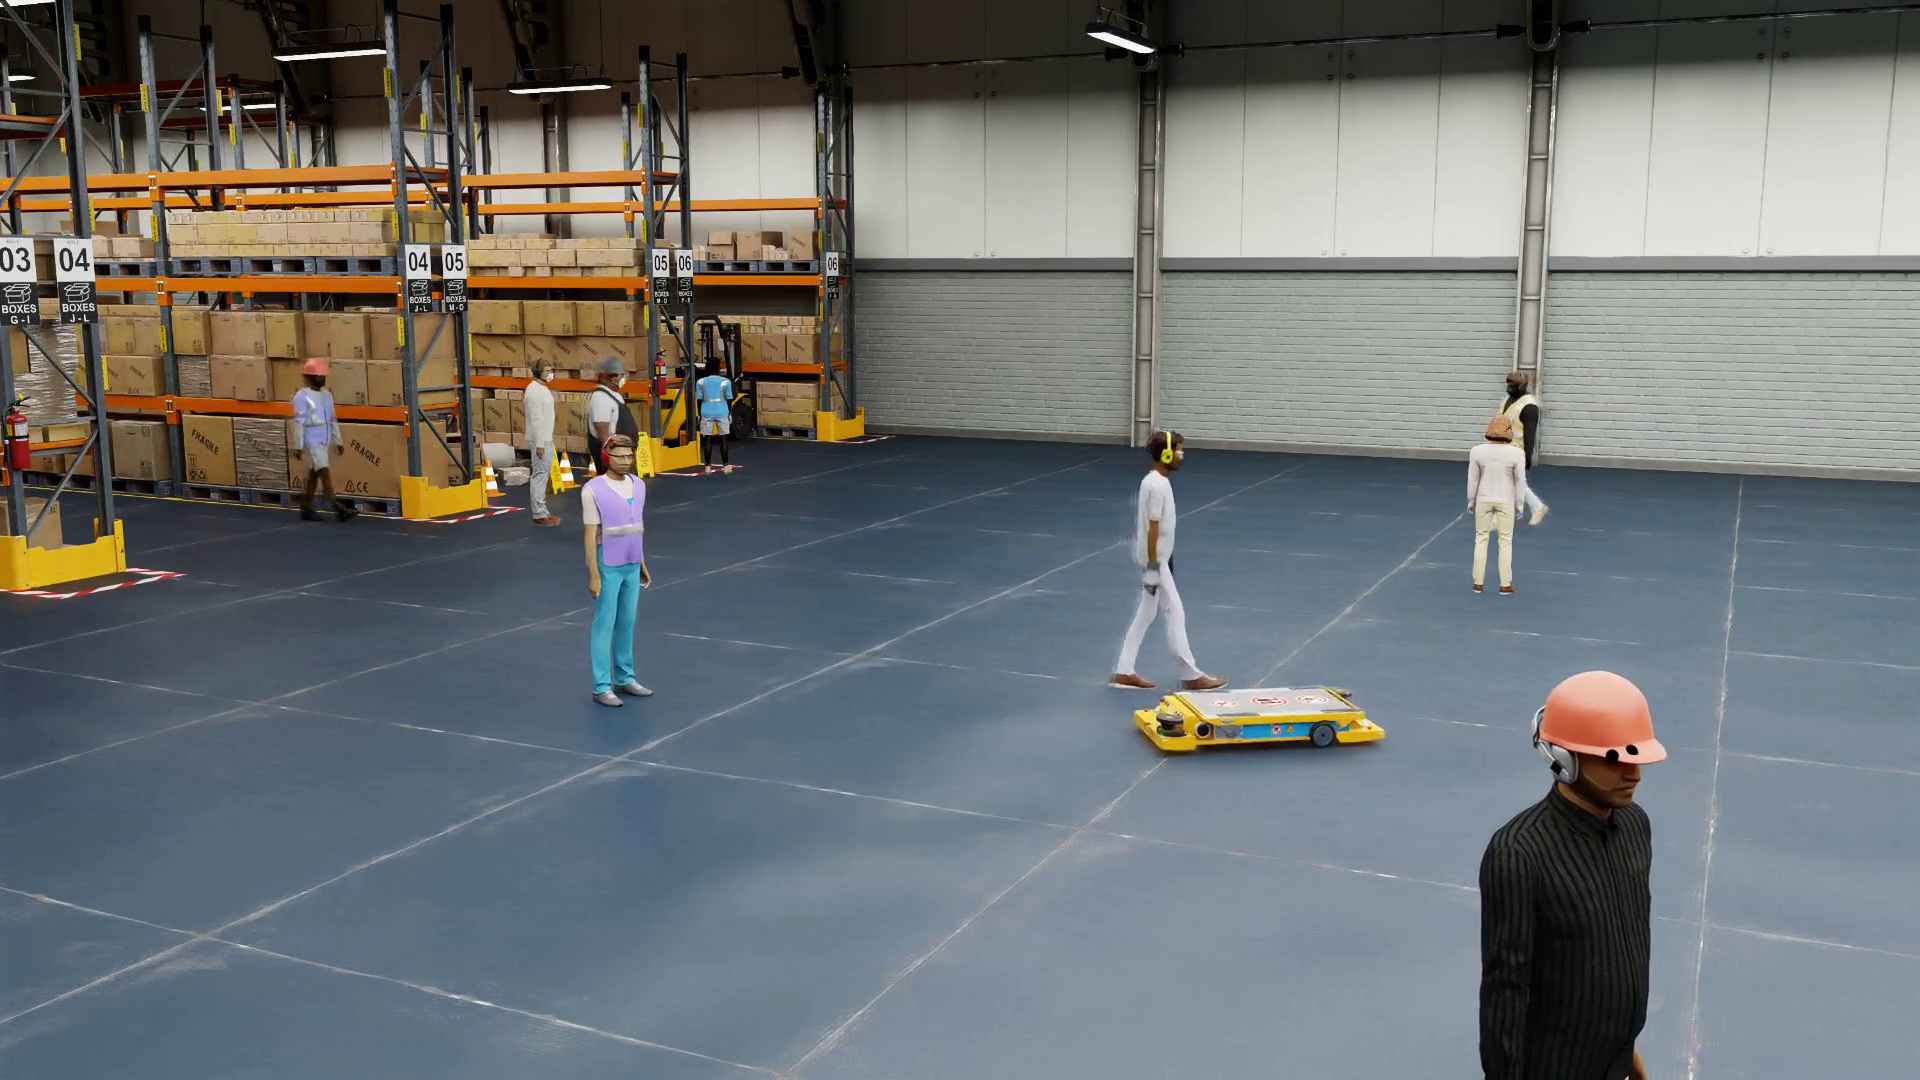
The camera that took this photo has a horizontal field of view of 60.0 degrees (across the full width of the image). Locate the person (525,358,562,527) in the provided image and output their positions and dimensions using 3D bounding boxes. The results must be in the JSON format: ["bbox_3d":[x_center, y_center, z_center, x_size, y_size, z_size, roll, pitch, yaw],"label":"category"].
[{"bbox_3d":[-4.802,-1.125,19.118,0.357,1.938,0.638,-1,9,-7],"label":"person"}]

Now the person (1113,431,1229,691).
[{"bbox_3d":[1.446,0.153,11.597,0.726,1.842,0.566,0,9,0],"label":"person"}]

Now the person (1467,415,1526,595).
[{"bbox_3d":[4.869,-0.320,15.117,0.509,1.632,0.269,5,10,27],"label":"person"}]

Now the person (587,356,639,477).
[{"bbox_3d":[-3.725,-0.991,17.991,0.579,2.000,0.710,0,9,0],"label":"person"}]

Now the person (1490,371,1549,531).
[{"bbox_3d":[6.300,-1.007,18.770,0.839,1.819,0.621,-1,9,-5],"label":"person"}]

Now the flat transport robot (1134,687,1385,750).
[{"bbox_3d":[1.874,1.114,10.494,1.431,0.197,0.652,-1,9,-9],"label":"flat transport robot"}]

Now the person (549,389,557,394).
[{"bbox_3d":[-6.789,-2.465,27.302,0.757,1.947,0.650,6,11,32],"label":"person"}]

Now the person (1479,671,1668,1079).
[{"bbox_3d":[1.514,1.293,4.126,0.626,1.992,0.387,-7,12,-37],"label":"person"}]

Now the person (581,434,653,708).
[{"bbox_3d":[-2.347,0.194,11.326,0.377,1.841,0.567,5,11,29],"label":"person"}]

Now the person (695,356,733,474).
[{"bbox_3d":[-3.523,-1.783,23.894,0.532,1.697,0.322,0,9,1],"label":"person"}]

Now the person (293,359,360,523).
[{"bbox_3d":[-7.340,-1.134,19.294,0.930,1.896,0.569,3,10,16],"label":"person"}]
